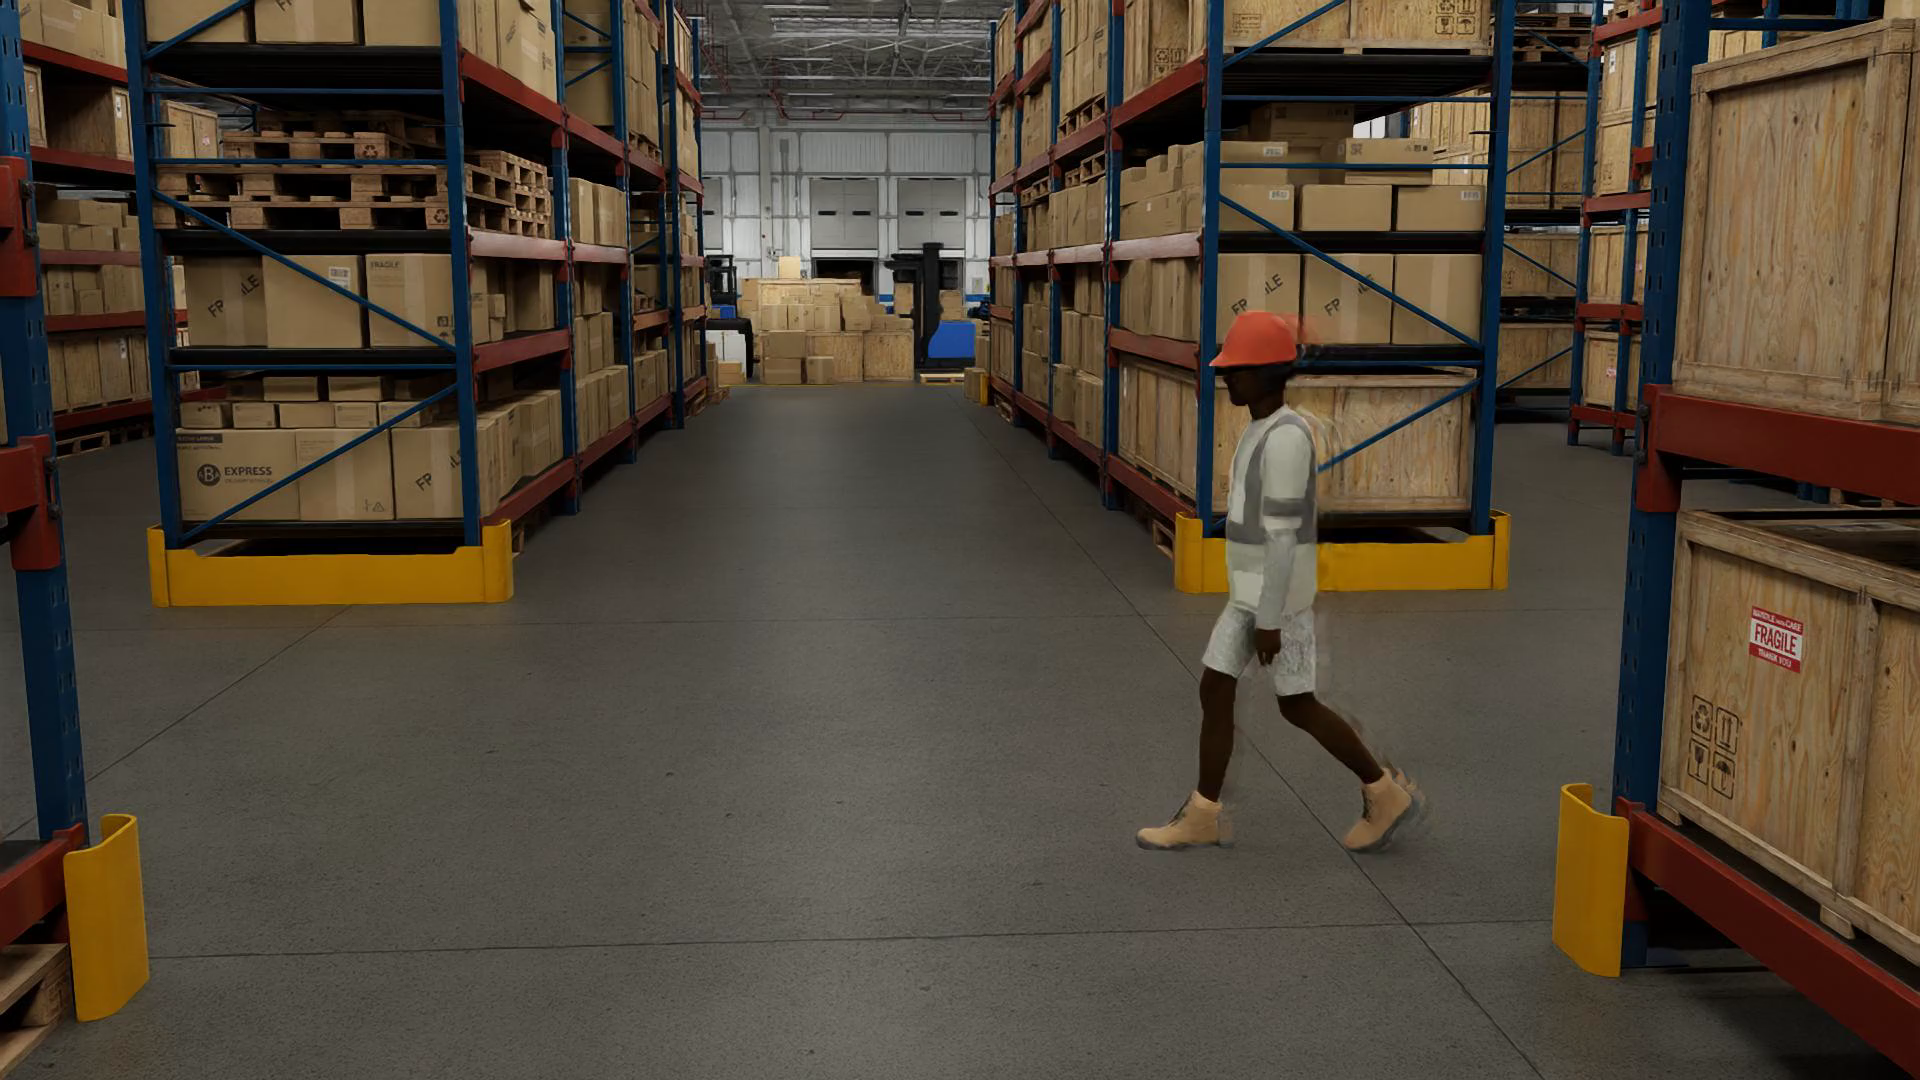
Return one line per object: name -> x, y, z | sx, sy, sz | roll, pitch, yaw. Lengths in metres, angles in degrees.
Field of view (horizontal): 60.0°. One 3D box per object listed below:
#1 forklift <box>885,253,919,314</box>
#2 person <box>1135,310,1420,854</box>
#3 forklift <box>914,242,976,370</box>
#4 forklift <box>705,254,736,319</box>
forklift -> -1.788, -7.999, 54.557 | 1.129, 2.768, 1.873 | -6, 11, -32
person -> 1.195, 0.176, 6.007 | 0.999, 2.007, 0.621 | 0, 9, -2
forklift -> -0.619, -5.162, 36.742 | 1.873, 2.768, 1.129 | -1, 9, -5
forklift -> -8.230, -8.396, 57.051 | 1.129, 2.768, 1.873 | -1, 9, -4
